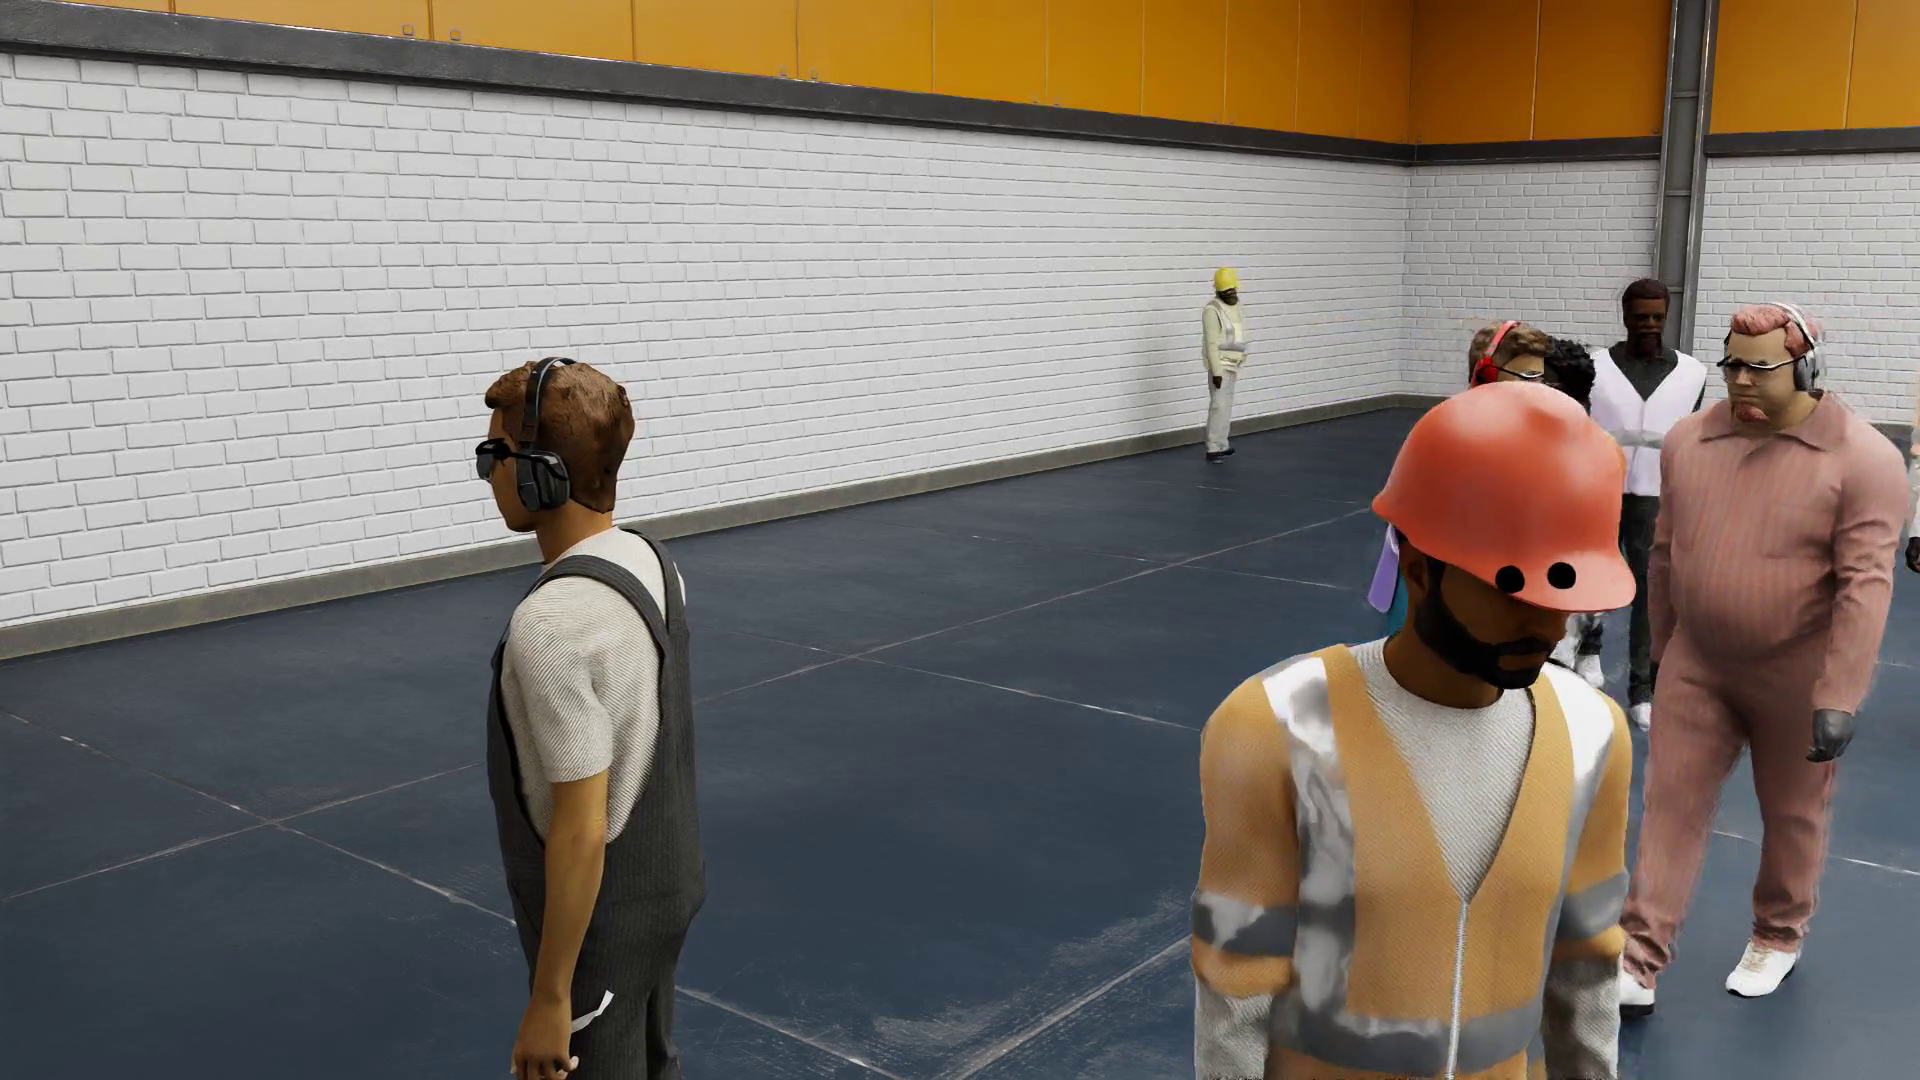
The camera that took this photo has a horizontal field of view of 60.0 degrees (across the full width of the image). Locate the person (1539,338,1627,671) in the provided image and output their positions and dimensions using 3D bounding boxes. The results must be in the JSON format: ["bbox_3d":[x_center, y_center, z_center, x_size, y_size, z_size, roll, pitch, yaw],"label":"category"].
[{"bbox_3d":[2.043,0.146,5.781,0.368,1.686,0.551,-2,11,-13],"label":"person"}]

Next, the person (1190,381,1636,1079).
[{"bbox_3d":[0.579,0.741,2.014,0.761,1.884,0.556,-3,11,-14],"label":"person"}]

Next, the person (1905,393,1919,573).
[{"bbox_3d":[3.945,-0.046,6.355,0.605,1.870,1.001,4,11,22],"label":"person"}]

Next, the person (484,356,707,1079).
[{"bbox_3d":[-0.583,0.629,2.688,0.327,1.843,0.516,1,10,7],"label":"person"}]

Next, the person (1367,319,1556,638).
[{"bbox_3d":[1.494,0.256,4.907,0.902,1.789,0.614,8,13,38],"label":"person"}]

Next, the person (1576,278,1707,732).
[{"bbox_3d":[2.885,-0.196,7.213,0.603,1.873,1.024,2,10,8],"label":"person"}]

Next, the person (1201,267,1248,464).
[{"bbox_3d":[2.447,-1.591,15.186,0.407,1.788,0.742,6,12,32],"label":"person"}]

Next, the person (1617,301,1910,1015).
[{"bbox_3d":[1.979,0.337,4.250,0.925,1.858,0.670,-8,13,-39],"label":"person"}]
